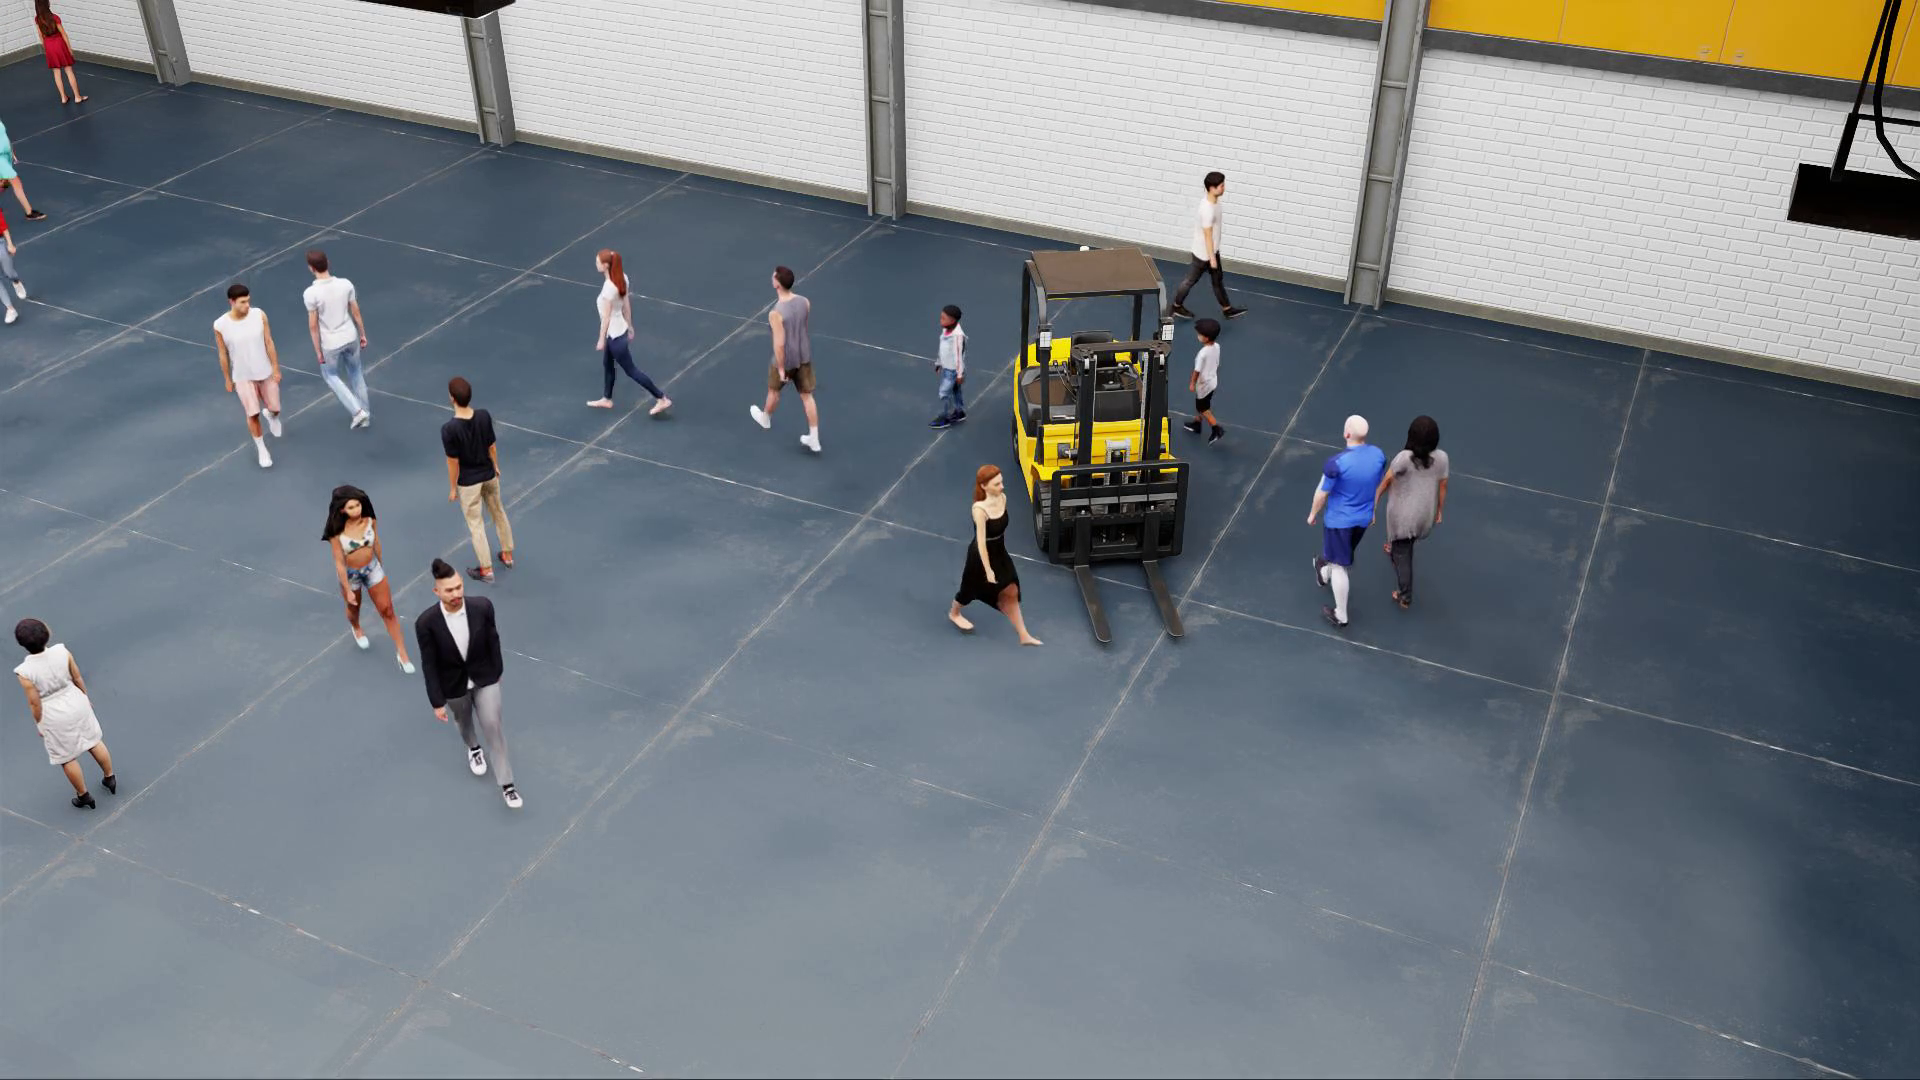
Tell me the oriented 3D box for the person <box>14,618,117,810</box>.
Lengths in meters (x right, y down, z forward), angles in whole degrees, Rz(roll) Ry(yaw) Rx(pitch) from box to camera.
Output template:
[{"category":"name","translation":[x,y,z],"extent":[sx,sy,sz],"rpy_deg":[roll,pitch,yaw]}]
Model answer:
[{"category":"person","translation":[-6.168,1.187,11.428],"extent":[0.546,1.554,0.579],"rpy_deg":[19,38,26]}]

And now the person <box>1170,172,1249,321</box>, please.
[{"category":"person","translation":[2.553,-3.120,17.796],"extent":[1.087,1.680,0.713],"rpy_deg":[11,35,17]}]

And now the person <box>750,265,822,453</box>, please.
[{"category":"person","translation":[-1.503,-1.645,15.373],"extent":[0.951,1.806,1.204],"rpy_deg":[-25,41,-32]}]

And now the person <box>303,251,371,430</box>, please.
[{"category":"person","translation":[-5.830,-1.833,15.716],"extent":[0.810,1.837,0.868],"rpy_deg":[-28,43,-35]}]

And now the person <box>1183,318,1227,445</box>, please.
[{"category":"person","translation":[2.377,-1.499,15.743],"extent":[0.791,1.251,0.579],"rpy_deg":[24,40,31]}]

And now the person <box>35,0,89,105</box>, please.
[{"category":"person","translation":[-12.937,-7.043,23.811],"extent":[0.663,1.554,0.722],"rpy_deg":[-3,34,-4]}]

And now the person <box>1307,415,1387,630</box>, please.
[{"category":"person","translation":[3.097,-0.118,13.162],"extent":[1.074,1.809,1.147],"rpy_deg":[-12,36,-18]}]

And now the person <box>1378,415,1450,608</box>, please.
[{"category":"person","translation":[3.691,-0.200,13.508],"extent":[1.069,1.562,1.073],"rpy_deg":[-8,34,-12]}]

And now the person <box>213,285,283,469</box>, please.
[{"category":"person","translation":[-6.558,-1.579,15.406],"extent":[0.950,1.759,1.057],"rpy_deg":[-16,37,-23]}]

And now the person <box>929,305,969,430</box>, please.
[{"category":"person","translation":[-0.013,-1.693,16.039],"extent":[0.750,1.247,0.688],"rpy_deg":[-11,35,-16]}]

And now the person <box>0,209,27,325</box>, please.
[{"category":"person","translation":[-10.412,-3.196,17.903],"extent":[0.912,1.688,0.956],"rpy_deg":[-9,35,-13]}]

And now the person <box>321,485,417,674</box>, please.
[{"category":"person","translation":[-4.640,0.278,12.777],"extent":[0.836,1.576,1.103],"rpy_deg":[-26,42,-33]}]

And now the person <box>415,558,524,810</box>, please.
[{"category":"person","translation":[-3.461,0.901,11.539],"extent":[1.145,1.909,1.232],"rpy_deg":[-13,36,-19]}]

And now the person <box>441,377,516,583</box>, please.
[{"category":"person","translation":[-3.978,-0.503,13.696],"extent":[0.608,1.860,0.686],"rpy_deg":[24,41,32]}]

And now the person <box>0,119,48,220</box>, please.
[{"category":"person","translation":[-11.716,-4.634,20.208],"extent":[1.094,1.530,0.741],"rpy_deg":[5,34,8]}]

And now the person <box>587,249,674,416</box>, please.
[{"category":"person","translation":[-3.205,-1.945,16.008],"extent":[1.185,1.702,0.845],"rpy_deg":[2,34,3]}]

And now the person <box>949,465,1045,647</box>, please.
[{"category":"person","translation":[0.140,0.120,13.019],"extent":[1.171,1.572,0.784],"rpy_deg":[25,41,33]}]
